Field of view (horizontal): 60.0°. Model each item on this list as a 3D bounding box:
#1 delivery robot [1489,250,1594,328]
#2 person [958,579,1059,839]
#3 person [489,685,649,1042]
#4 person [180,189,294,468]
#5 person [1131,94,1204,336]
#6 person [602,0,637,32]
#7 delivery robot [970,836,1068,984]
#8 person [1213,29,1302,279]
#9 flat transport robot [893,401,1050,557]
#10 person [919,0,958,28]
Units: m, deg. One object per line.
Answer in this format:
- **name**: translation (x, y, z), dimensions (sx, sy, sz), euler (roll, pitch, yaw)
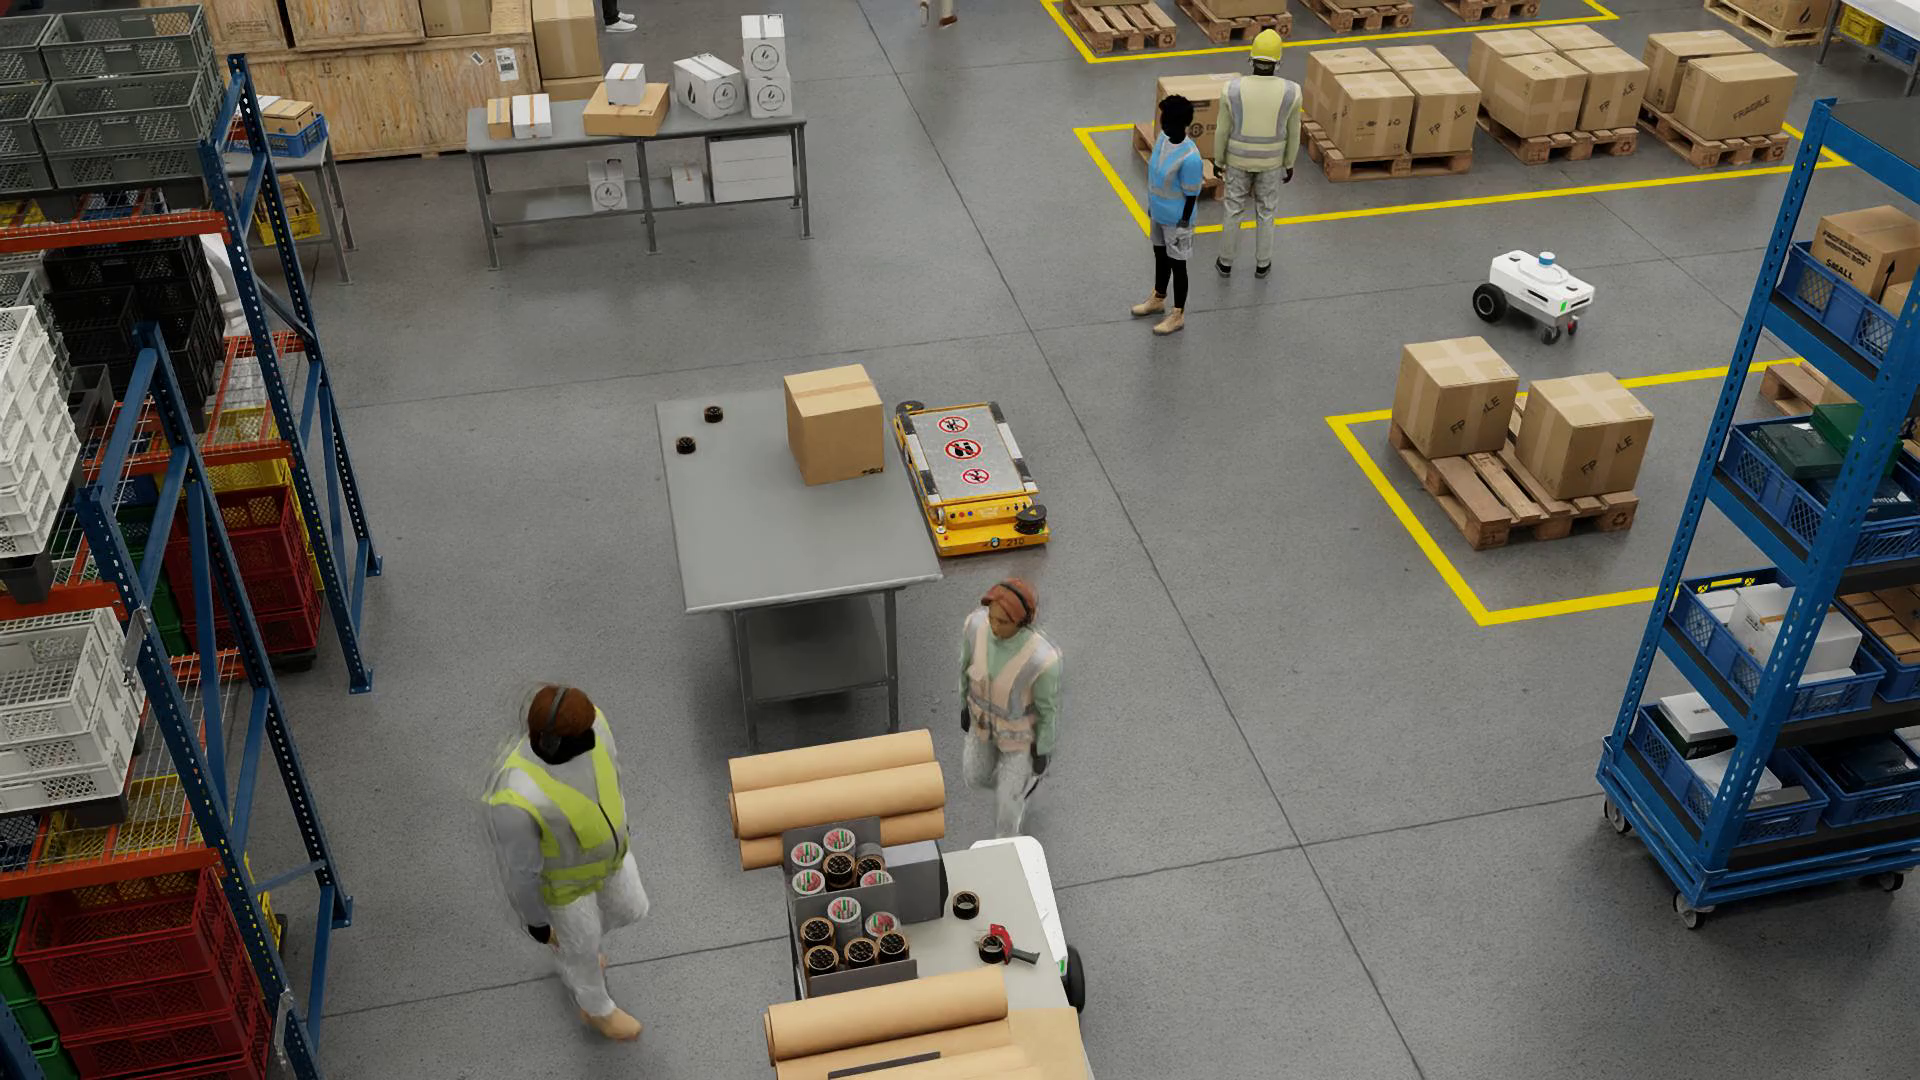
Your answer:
- **delivery robot**: translation (4.047, -1.768, 11.595), dimensions (0.477, 0.478, 0.707), euler (-21, 41, -25)
- **person**: translation (0.223, 0.813, 7.315), dimensions (0.520, 1.627, 0.522), euler (26, 44, 31)
- **person**: translation (-1.517, 1.266, 6.536), dimensions (0.453, 1.822, 0.651), euler (16, 39, 20)
- **person**: translation (-4.346, -1.311, 9.951), dimensions (0.337, 1.882, 0.585), euler (-2, 37, -3)
- **person**: translation (1.431, -2.221, 11.331), dimensions (0.319, 1.694, 0.532), euler (-14, 39, -18)
- **person**: translation (-3.425, -5.914, 16.119), dimensions (0.390, 1.911, 0.592), euler (-9, 38, -12)
- **delivery robot**: translation (0.235, 1.591, 7.081), dimensions (0.477, 0.478, 0.707), euler (-5, 37, -6)
- **person**: translation (2.112, -2.747, 11.923), dimensions (0.600, 1.831, 0.404), euler (3, 37, 5)
- **flat transport robot**: translation (0.046, -0.430, 10.108), dimensions (0.652, 0.197, 1.431), euler (-8, 37, -10)
- **person**: translation (-0.220, -5.866, 16.102), dimensions (0.532, 1.849, 0.570), euler (13, 38, 16)
